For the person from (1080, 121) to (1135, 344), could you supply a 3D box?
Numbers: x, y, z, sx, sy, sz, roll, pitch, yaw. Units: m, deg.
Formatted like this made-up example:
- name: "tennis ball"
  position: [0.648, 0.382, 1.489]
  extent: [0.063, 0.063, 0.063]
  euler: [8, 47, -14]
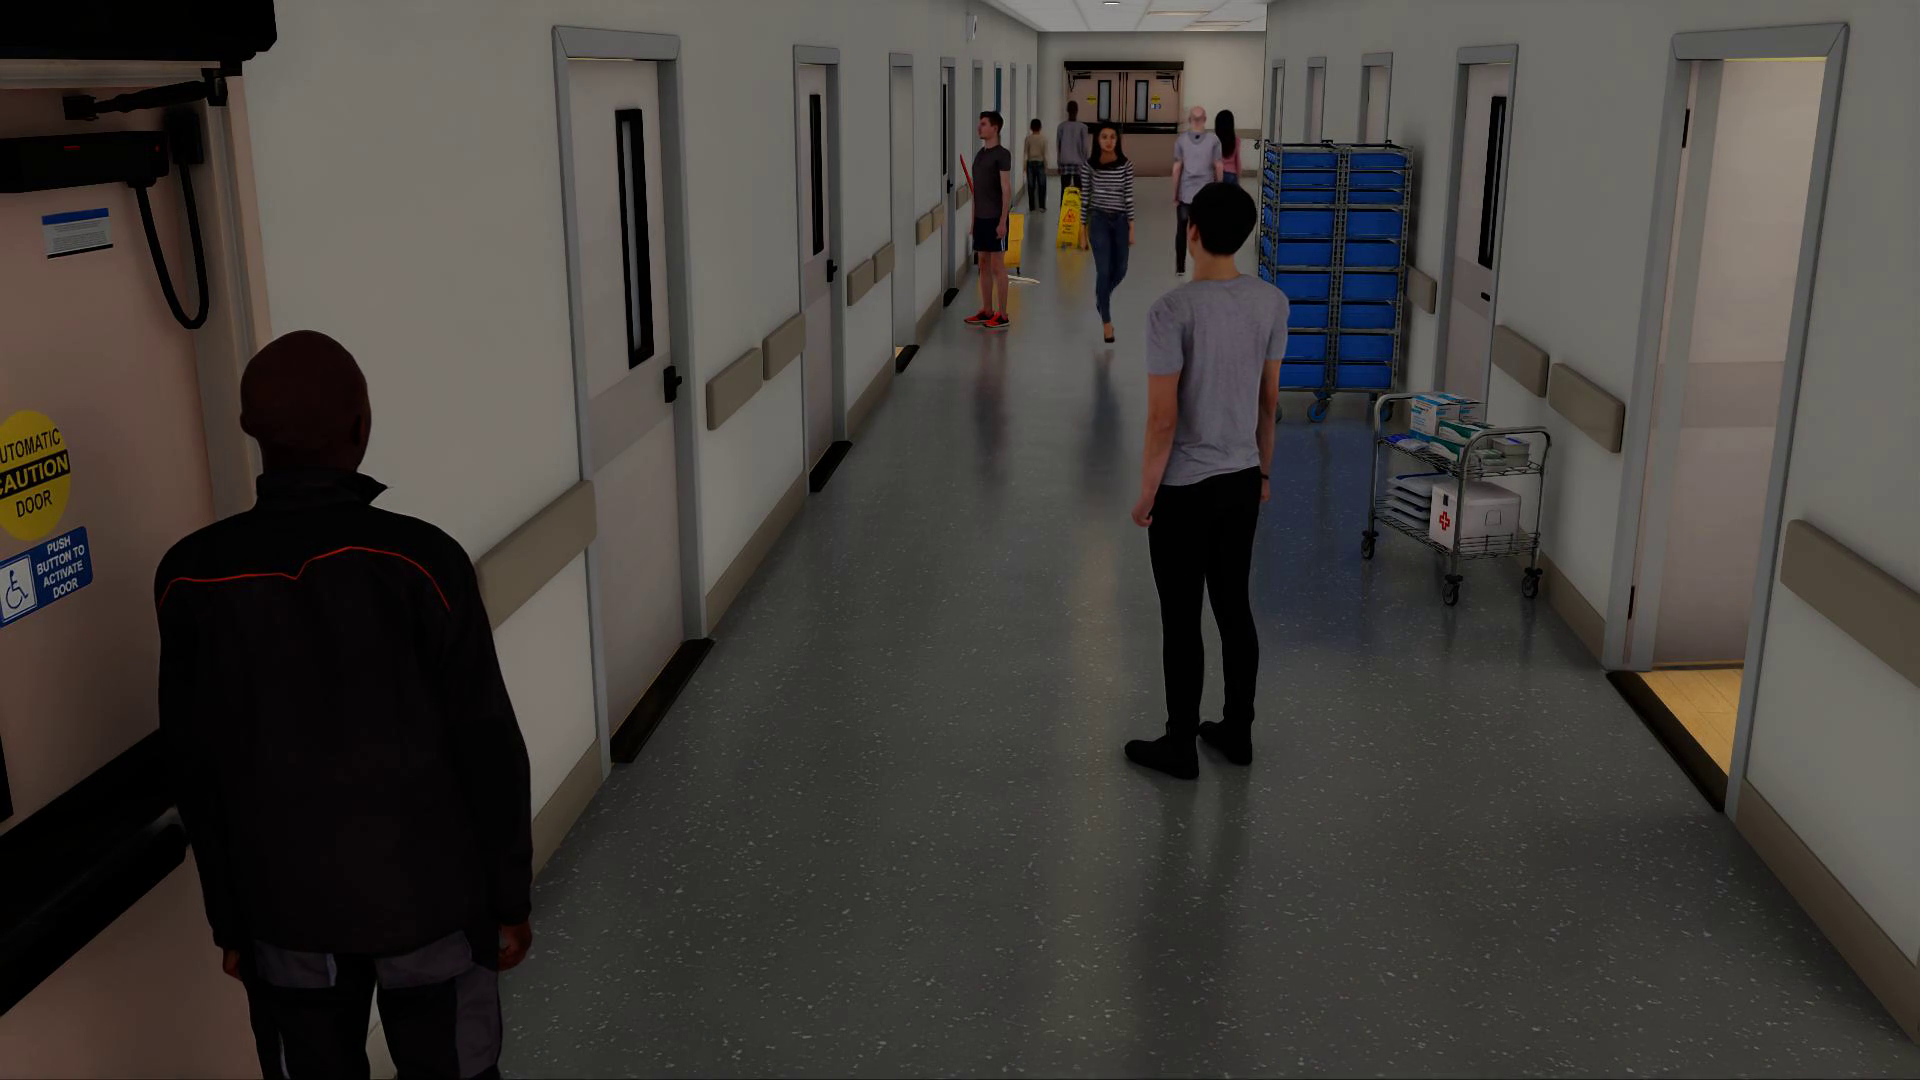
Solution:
- name: "person"
  position: [1.198, -2.521, 13.685]
  extent: [0.723, 1.769, 0.933]
  euler: [-2, 16, -7]

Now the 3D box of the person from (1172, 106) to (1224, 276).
- name: "person"
  position: [2.508, -3.659, 17.667]
  extent: [0.758, 1.814, 0.894]
  euler: [4, 16, 15]

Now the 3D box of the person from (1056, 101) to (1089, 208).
- name: "person"
  position: [1.627, -5.475, 24.187]
  extent: [0.644, 1.772, 0.559]
  euler: [4, 16, 12]

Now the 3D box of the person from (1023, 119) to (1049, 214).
- name: "person"
  position: [1.185, -5.884, 26.224]
  extent: [0.542, 1.453, 0.625]
  euler: [1, 16, 4]

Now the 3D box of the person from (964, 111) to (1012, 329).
- name: "person"
  position: [0.276, -2.809, 14.584]
  extent: [0.794, 1.851, 0.701]
  euler: [-10, 19, -32]

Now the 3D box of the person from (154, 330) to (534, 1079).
- name: "person"
  position: [-0.955, 0.565, 2.666]
  extent: [0.736, 1.826, 0.655]
  euler: [-1, 16, -5]

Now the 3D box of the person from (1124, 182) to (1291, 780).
- name: "person"
  position: [0.775, -0.170, 5.202]
  extent: [0.742, 1.863, 0.757]
  euler: [-9, 18, -29]

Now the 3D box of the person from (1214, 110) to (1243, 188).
- name: "person"
  position: [3.206, -4.338, 20.218]
  extent: [0.592, 1.738, 0.584]
  euler: [2, 16, 7]
